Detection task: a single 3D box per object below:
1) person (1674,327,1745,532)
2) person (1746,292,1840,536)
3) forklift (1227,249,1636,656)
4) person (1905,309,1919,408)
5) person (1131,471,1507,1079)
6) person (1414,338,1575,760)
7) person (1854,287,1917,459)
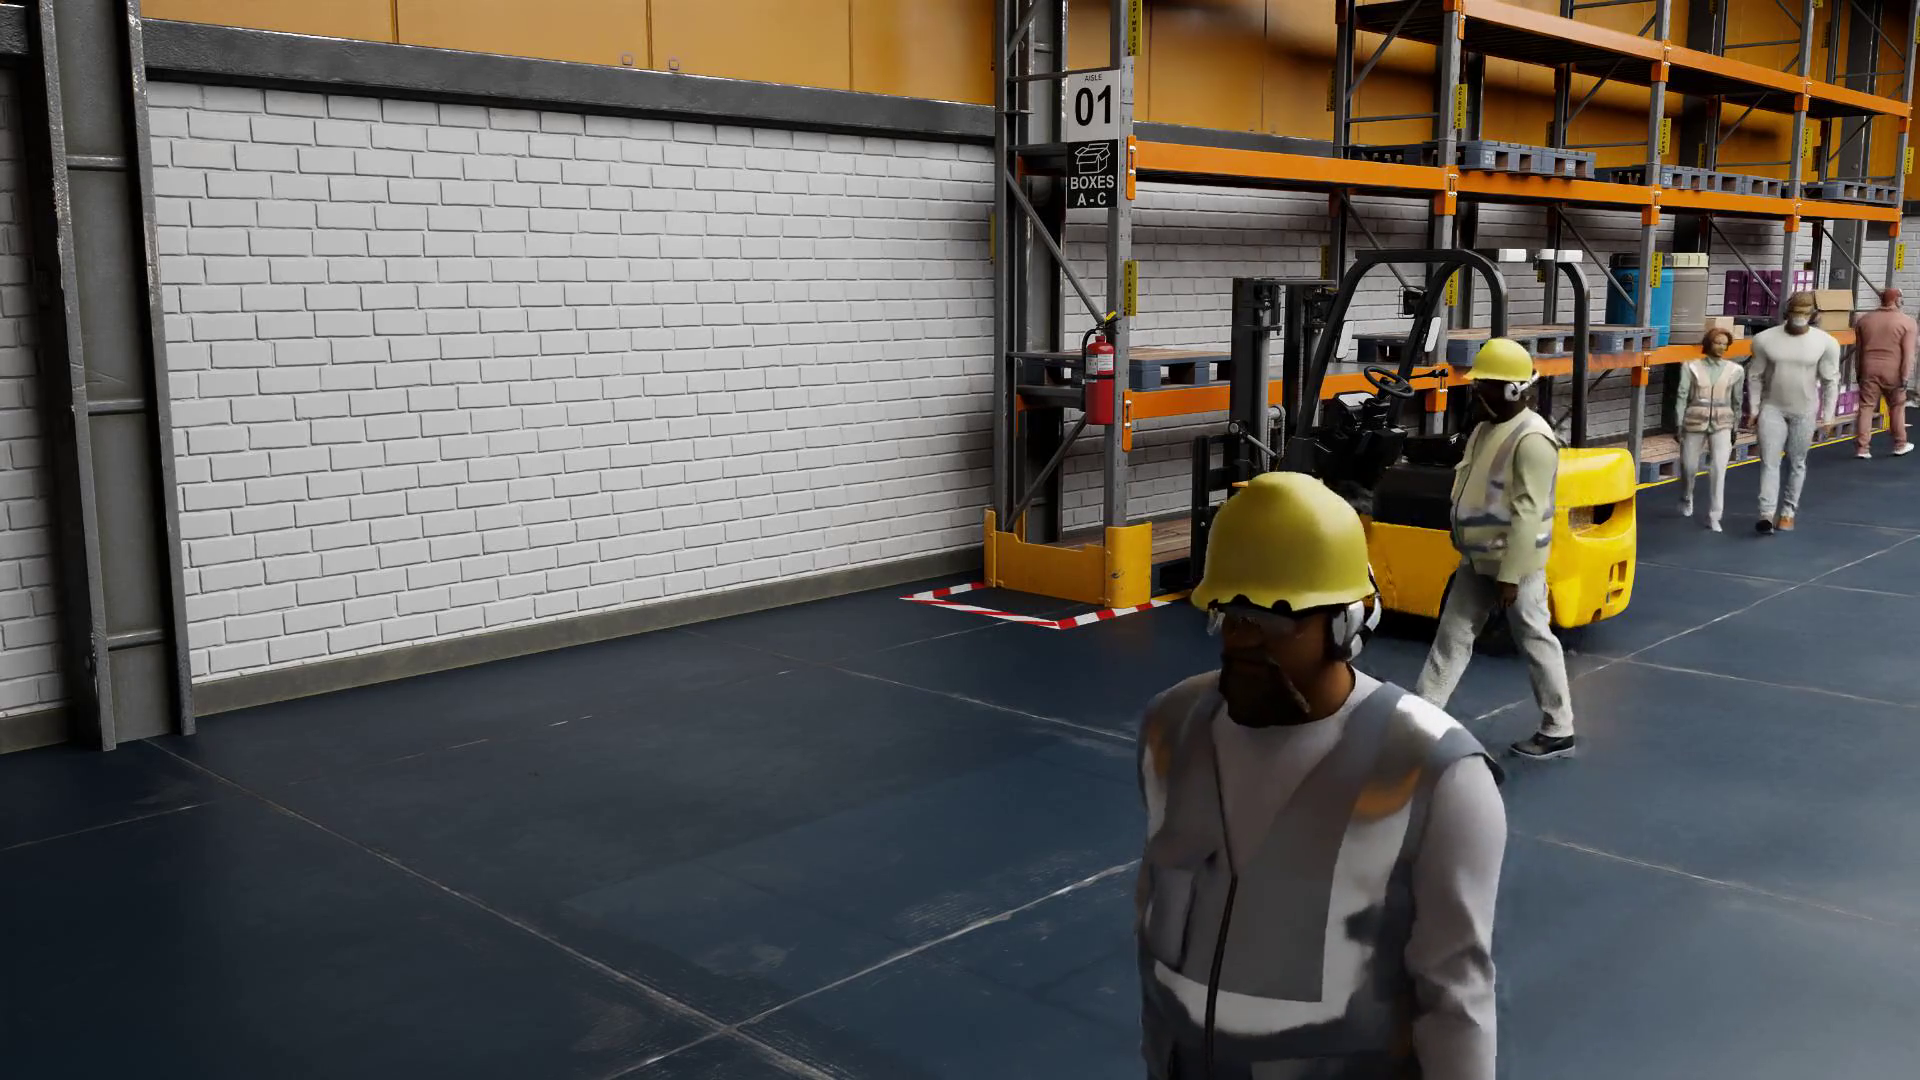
[{"bbox_3d":[6.015,-0.909,13.405,0.515,1.617,0.729,3,10,18],"label":"person"},{"bbox_3d":[6.412,-0.962,12.877,0.640,1.880,1.000,5,11,29],"label":"person"},{"bbox_3d":[2.710,-0.584,9.626,2.313,2.155,1.214,9,13,43],"label":"forklift"},{"bbox_3d":[14.325,-2.839,24.459,0.792,1.870,0.460,6,11,31],"label":"person"},{"bbox_3d":[0.526,0.784,2.458,0.597,1.807,0.829,8,12,40],"label":"person"},{"bbox_3d":[2.204,0.059,6.936,0.918,1.782,0.614,-1,9,-8],"label":"person"},{"bbox_3d":[10.152,-1.825,18.227,0.943,1.863,0.662,-8,12,-40],"label":"person"}]
